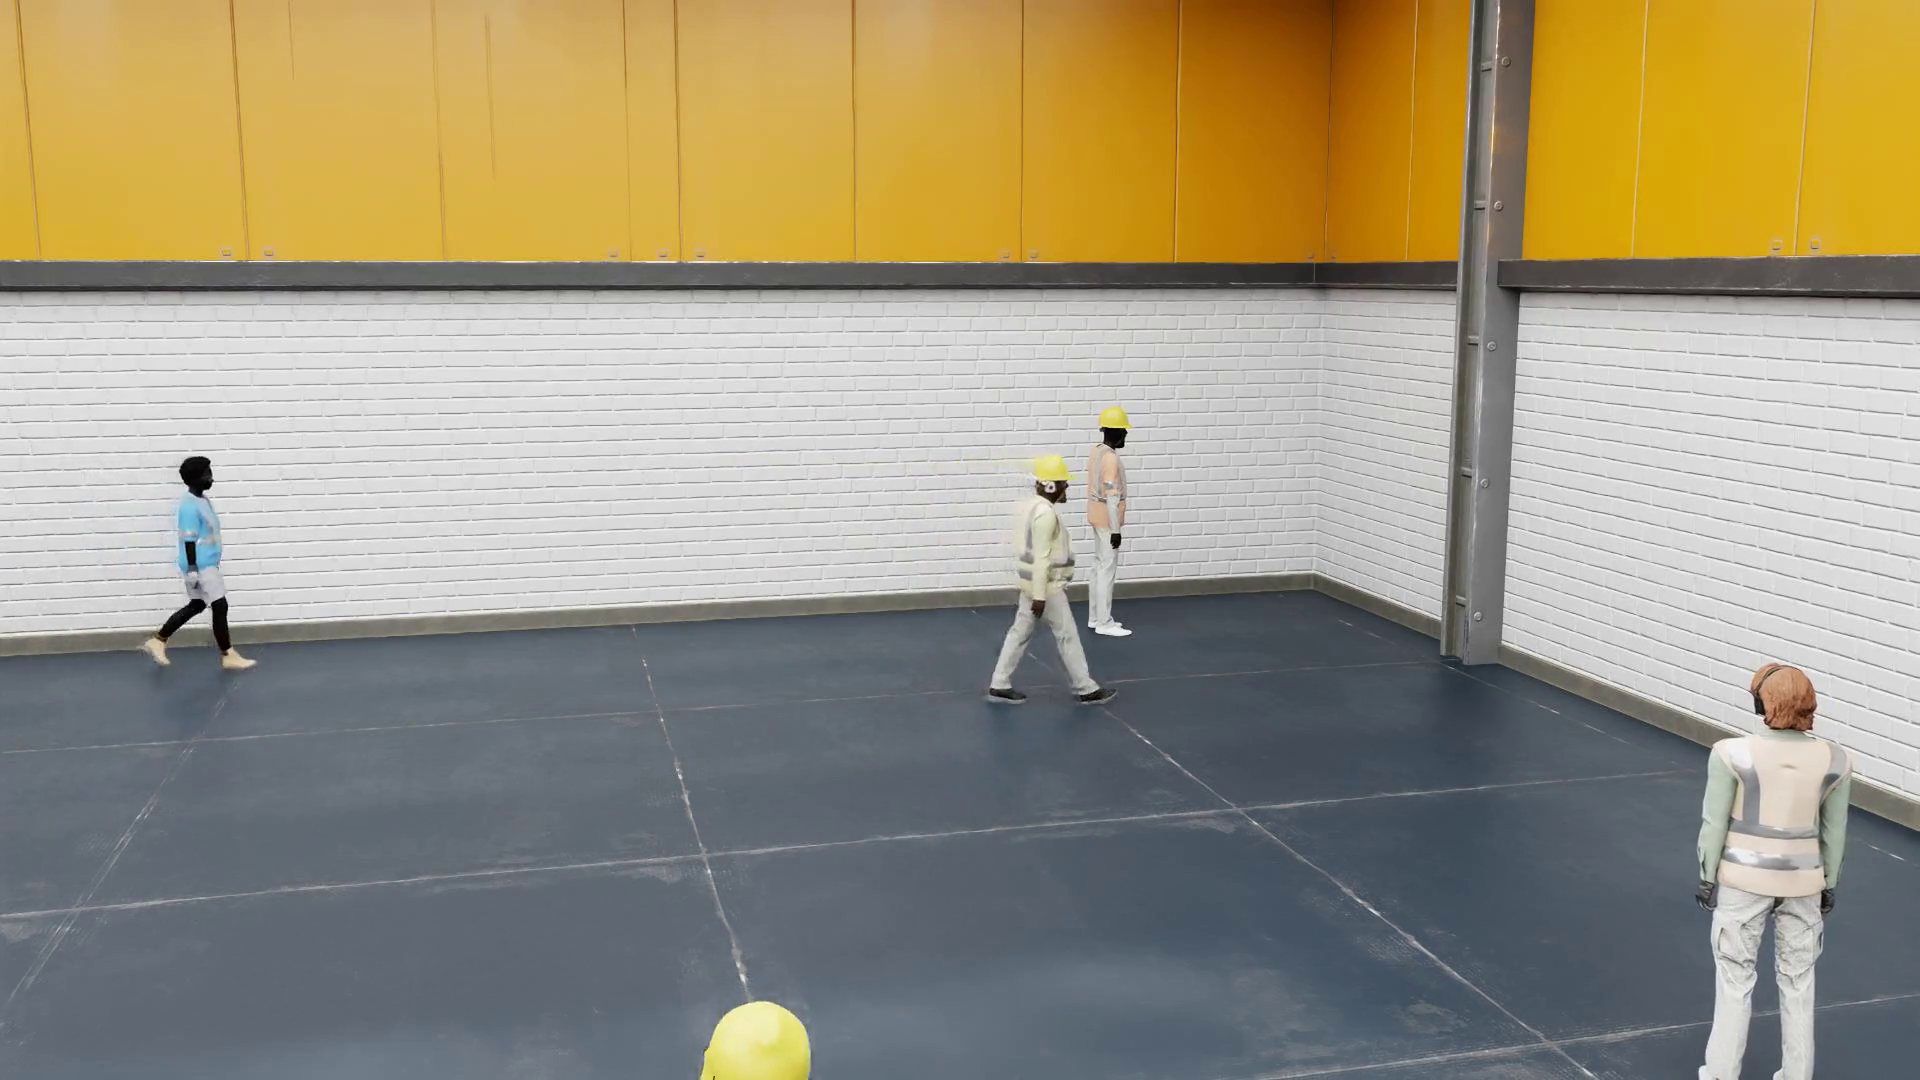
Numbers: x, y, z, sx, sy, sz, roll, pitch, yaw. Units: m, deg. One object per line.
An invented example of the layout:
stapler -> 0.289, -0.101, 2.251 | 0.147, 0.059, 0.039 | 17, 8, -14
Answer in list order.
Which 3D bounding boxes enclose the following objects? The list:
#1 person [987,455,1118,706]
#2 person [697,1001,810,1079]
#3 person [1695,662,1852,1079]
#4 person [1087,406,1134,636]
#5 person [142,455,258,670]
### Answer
person -> 0.614, 0.289, 11.626 | 0.925, 1.783, 0.613 | -1, 9, -7
person -> -0.404, 1.680, 3.178 | 0.542, 1.698, 0.930 | 3, 10, 20
person -> 2.949, 1.258, 6.056 | 0.508, 1.629, 0.314 | 1, 9, 3
person -> 1.261, -0.160, 13.974 | 0.371, 1.925, 0.595 | -1, 9, -7
person -> -5.844, 0.182, 12.650 | 0.781, 1.668, 0.537 | -3, 9, -16
